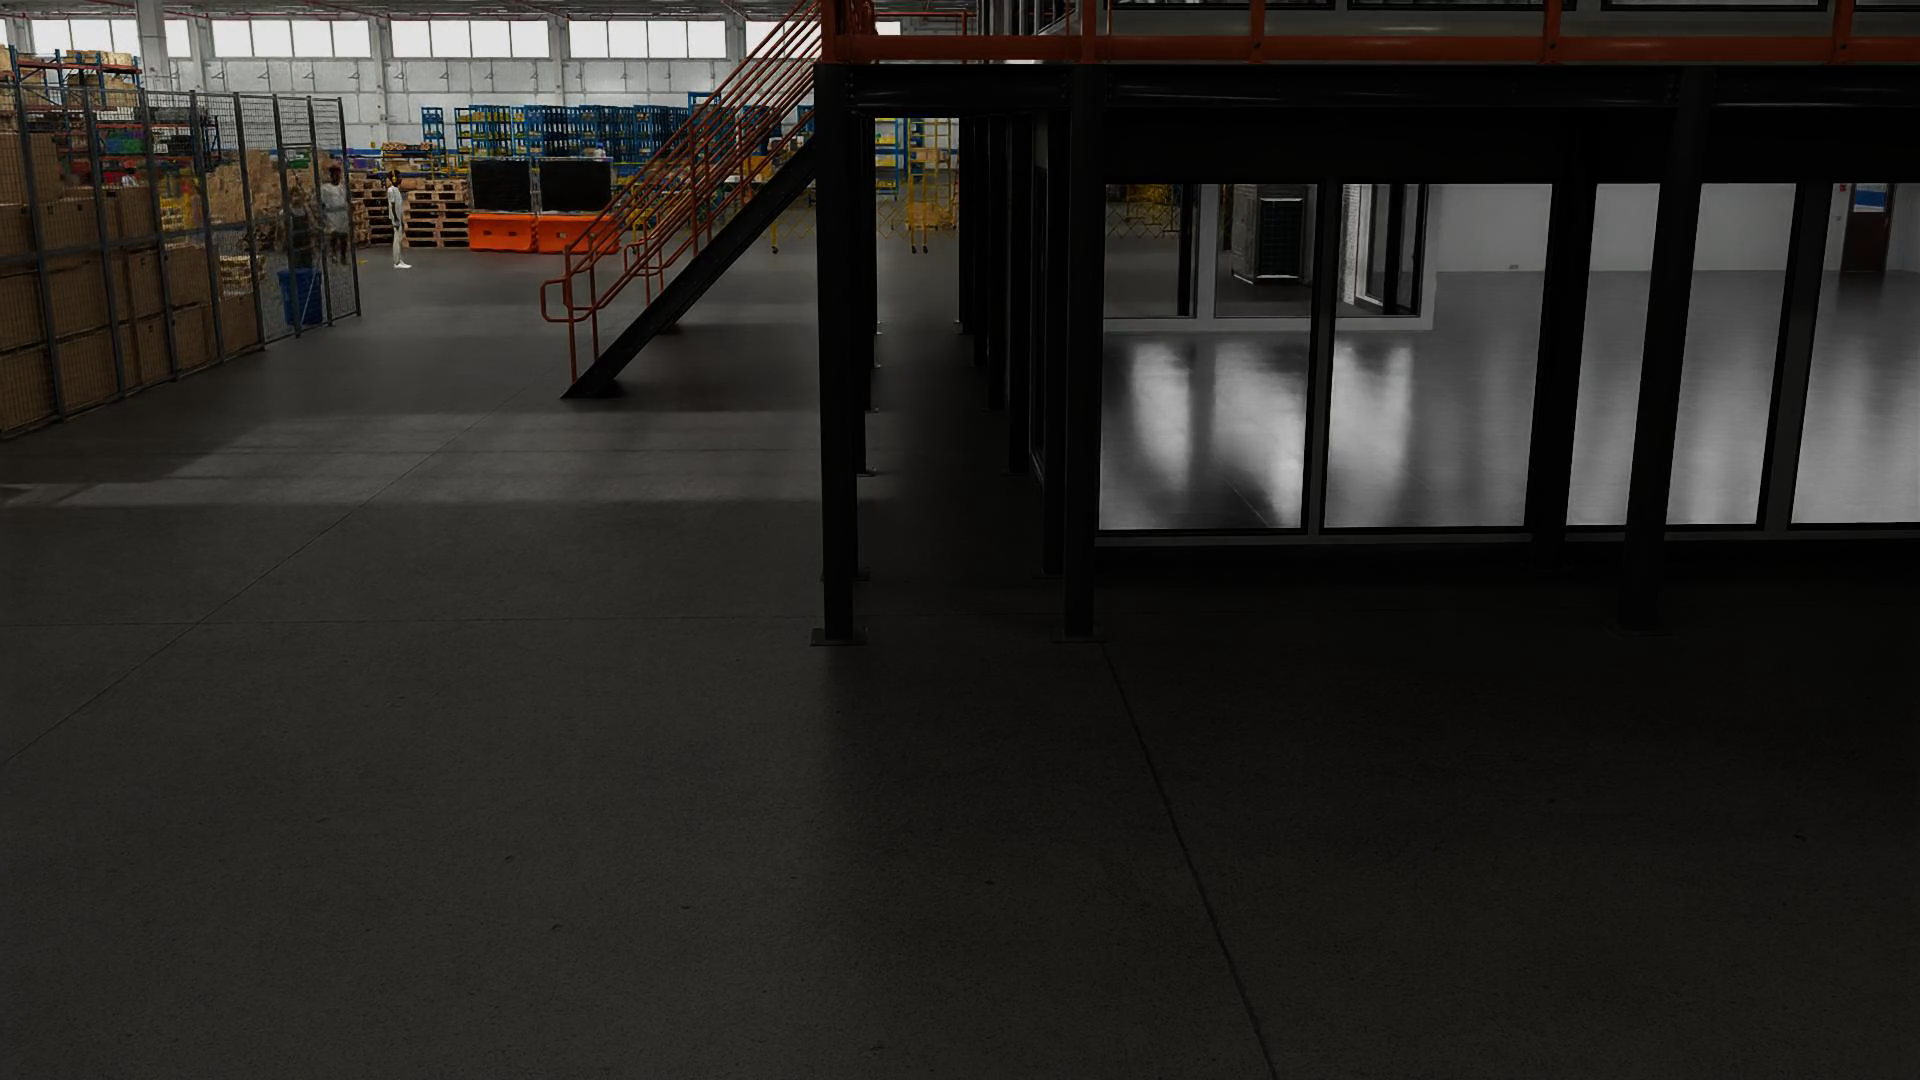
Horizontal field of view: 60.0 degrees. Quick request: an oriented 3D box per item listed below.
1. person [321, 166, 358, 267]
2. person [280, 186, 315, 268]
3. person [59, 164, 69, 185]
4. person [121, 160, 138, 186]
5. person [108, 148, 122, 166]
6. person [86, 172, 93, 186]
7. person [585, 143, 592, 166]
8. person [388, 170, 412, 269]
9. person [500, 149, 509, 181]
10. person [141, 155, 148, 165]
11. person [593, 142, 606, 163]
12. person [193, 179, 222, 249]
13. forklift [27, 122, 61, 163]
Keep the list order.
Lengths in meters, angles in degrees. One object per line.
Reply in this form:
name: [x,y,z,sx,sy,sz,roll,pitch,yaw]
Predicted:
person: [-12.085,-6.293,32.366,0.623,1.946,0.471,-12,18,-39]
person: [-9.863,-4.353,24.838,0.331,1.843,0.521,7,16,26]
person: [-18.783,-6.867,34.721,0.530,1.920,0.570,-2,14,-8]
person: [-18.942,-7.731,38.146,0.360,1.936,0.552,-1,14,-6]
person: [-40.505,-18.156,79.723,0.613,1.981,0.424,0,14,-1]
person: [-16.513,-6.077,31.712,1.041,1.852,0.601,-5,15,-20]
person: [-18.694,-19.248,84.448,0.824,1.798,0.629,-3,14,-13]
person: [-10.824,-6.175,32.054,0.328,1.877,0.515,-2,14,-10]
person: [-18.853,-15.309,68.858,0.894,1.712,0.547,-4,15,-15]
person: [-40.357,-18.728,82.530,0.534,1.724,0.890,-1,14,-2]
person: [-16.036,-16.744,74.160,0.602,1.941,0.402,5,15,20]
person: [-14.270,-5.989,31.562,0.587,1.740,0.543,1,14,5]
forklift: [-35.376,-14.773,64.377,1.129,2.768,1.873,-1,14,-2]
